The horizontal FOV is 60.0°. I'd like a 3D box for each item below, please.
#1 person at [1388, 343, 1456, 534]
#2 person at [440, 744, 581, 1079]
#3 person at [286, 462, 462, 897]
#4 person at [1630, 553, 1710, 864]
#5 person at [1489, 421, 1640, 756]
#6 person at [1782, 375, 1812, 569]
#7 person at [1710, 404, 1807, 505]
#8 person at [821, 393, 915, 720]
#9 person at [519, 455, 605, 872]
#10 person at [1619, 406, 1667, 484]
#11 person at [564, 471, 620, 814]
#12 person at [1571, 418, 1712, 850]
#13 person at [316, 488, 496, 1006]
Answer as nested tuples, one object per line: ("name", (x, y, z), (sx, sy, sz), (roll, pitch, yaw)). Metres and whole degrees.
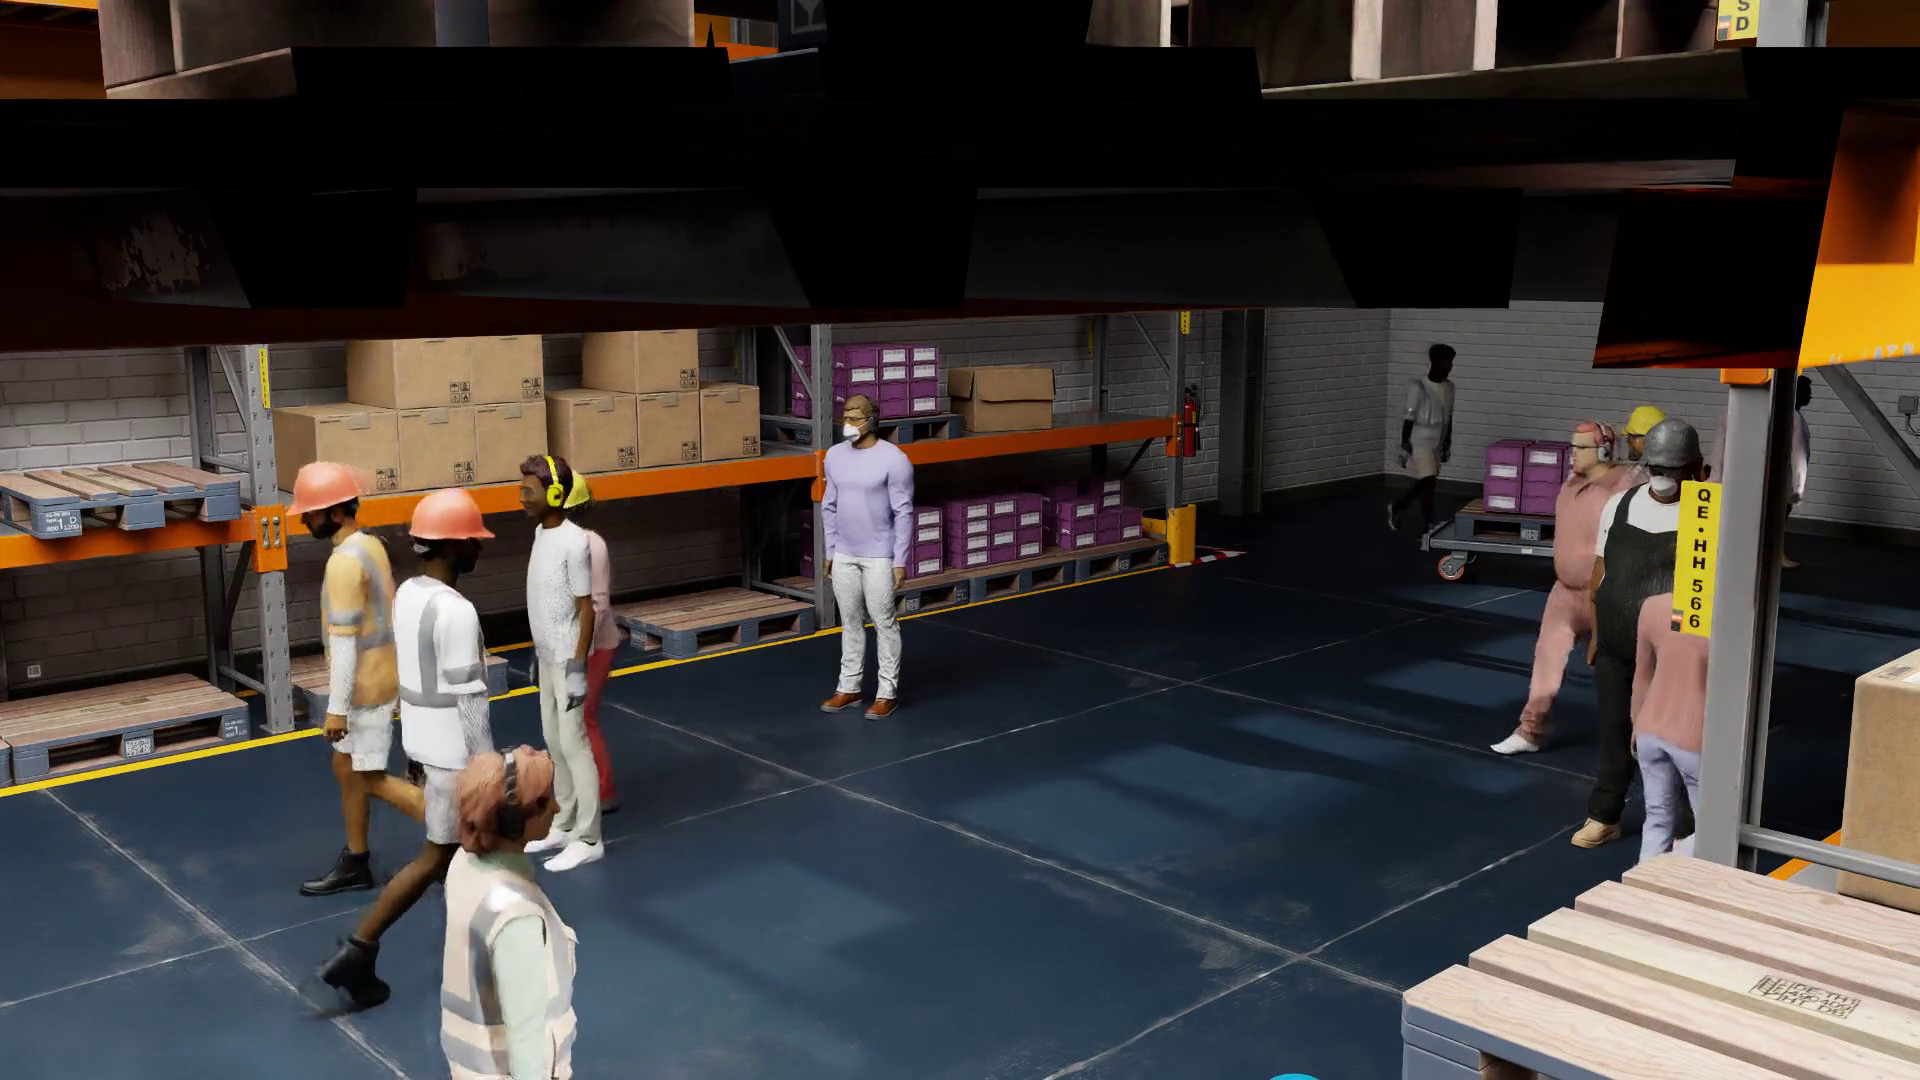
("person", (4.447, -0.950, 16.072), (0.655, 1.926, 0.879), (-6, 12, -33))
("person", (-1.097, 1.273, 3.902), (0.554, 1.620, 0.526), (-5, 11, -28))
("person", (-2.425, 0.604, 7.039), (0.740, 1.907, 0.554), (-2, 10, -13))
("person", (2.760, 0.779, 6.407), (0.534, 1.752, 0.540), (-5, 11, -28))
("person", (3.467, 0.277, 9.076), (1.004, 1.861, 0.642), (-4, 10, -22))
("person", (7.311, -0.602, 14.668), (0.317, 1.695, 0.540), (3, 10, 19))
("person", (6.415, -0.455, 13.324), (0.663, 1.855, 0.983), (9, 13, 42))
("person", (-0.556, 0.097, 9.870), (0.629, 1.940, 0.378), (7, 12, 34))
("person", (-1.808, 0.543, 7.465), (0.314, 1.868, 0.531), (-7, 12, -35))
("person", (4.249, 0.079, 10.331), (0.404, 1.824, 0.586), (1, 10, 7))
("person", (-1.856, 0.514, 8.072), (0.392, 1.747, 0.549), (-8, 12, -38))
("person", (3.130, 0.451, 7.498), (0.679, 2.000, 0.537), (9, 13, 43))
("person", (-1.944, 0.757, 6.140), (0.938, 1.902, 0.556), (-7, 12, -35))
